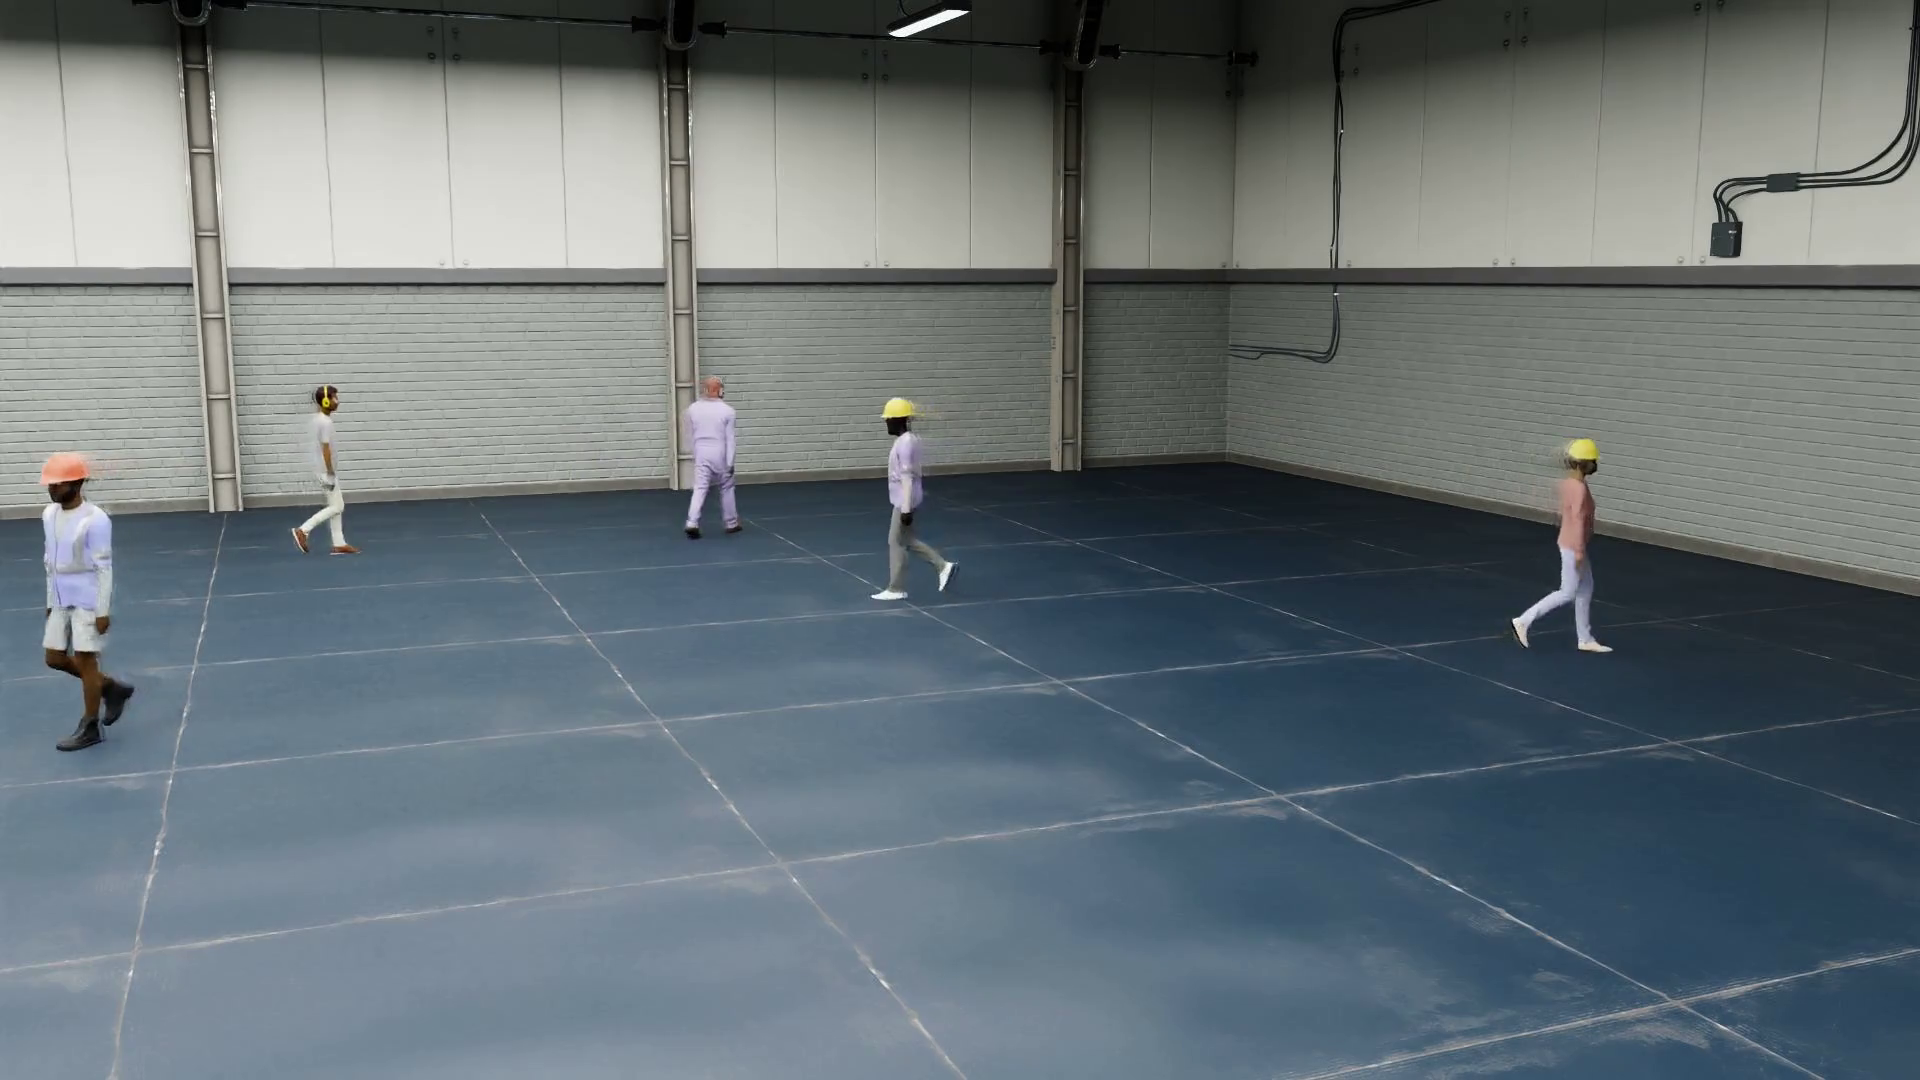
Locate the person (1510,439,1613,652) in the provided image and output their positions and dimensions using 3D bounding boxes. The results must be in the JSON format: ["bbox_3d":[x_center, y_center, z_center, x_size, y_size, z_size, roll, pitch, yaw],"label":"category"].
[{"bbox_3d":[4.862,0.050,13.340,0.746,1.744,0.530,2,9,13],"label":"person"}]

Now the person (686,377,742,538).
[{"bbox_3d":[-2.871,-0.963,19.296,0.635,1.870,0.960,3,9,16],"label":"person"}]

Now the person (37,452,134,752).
[{"bbox_3d":[-5.645,0.377,10.720,0.571,1.924,0.541,4,10,26],"label":"person"}]

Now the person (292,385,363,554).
[{"bbox_3d":[-6.861,-0.740,17.948,0.625,1.855,0.535,-5,10,-26],"label":"person"}]

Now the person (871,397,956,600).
[{"bbox_3d":[-0.441,-0.378,15.516,0.715,1.911,0.596,0,9,0],"label":"person"}]
